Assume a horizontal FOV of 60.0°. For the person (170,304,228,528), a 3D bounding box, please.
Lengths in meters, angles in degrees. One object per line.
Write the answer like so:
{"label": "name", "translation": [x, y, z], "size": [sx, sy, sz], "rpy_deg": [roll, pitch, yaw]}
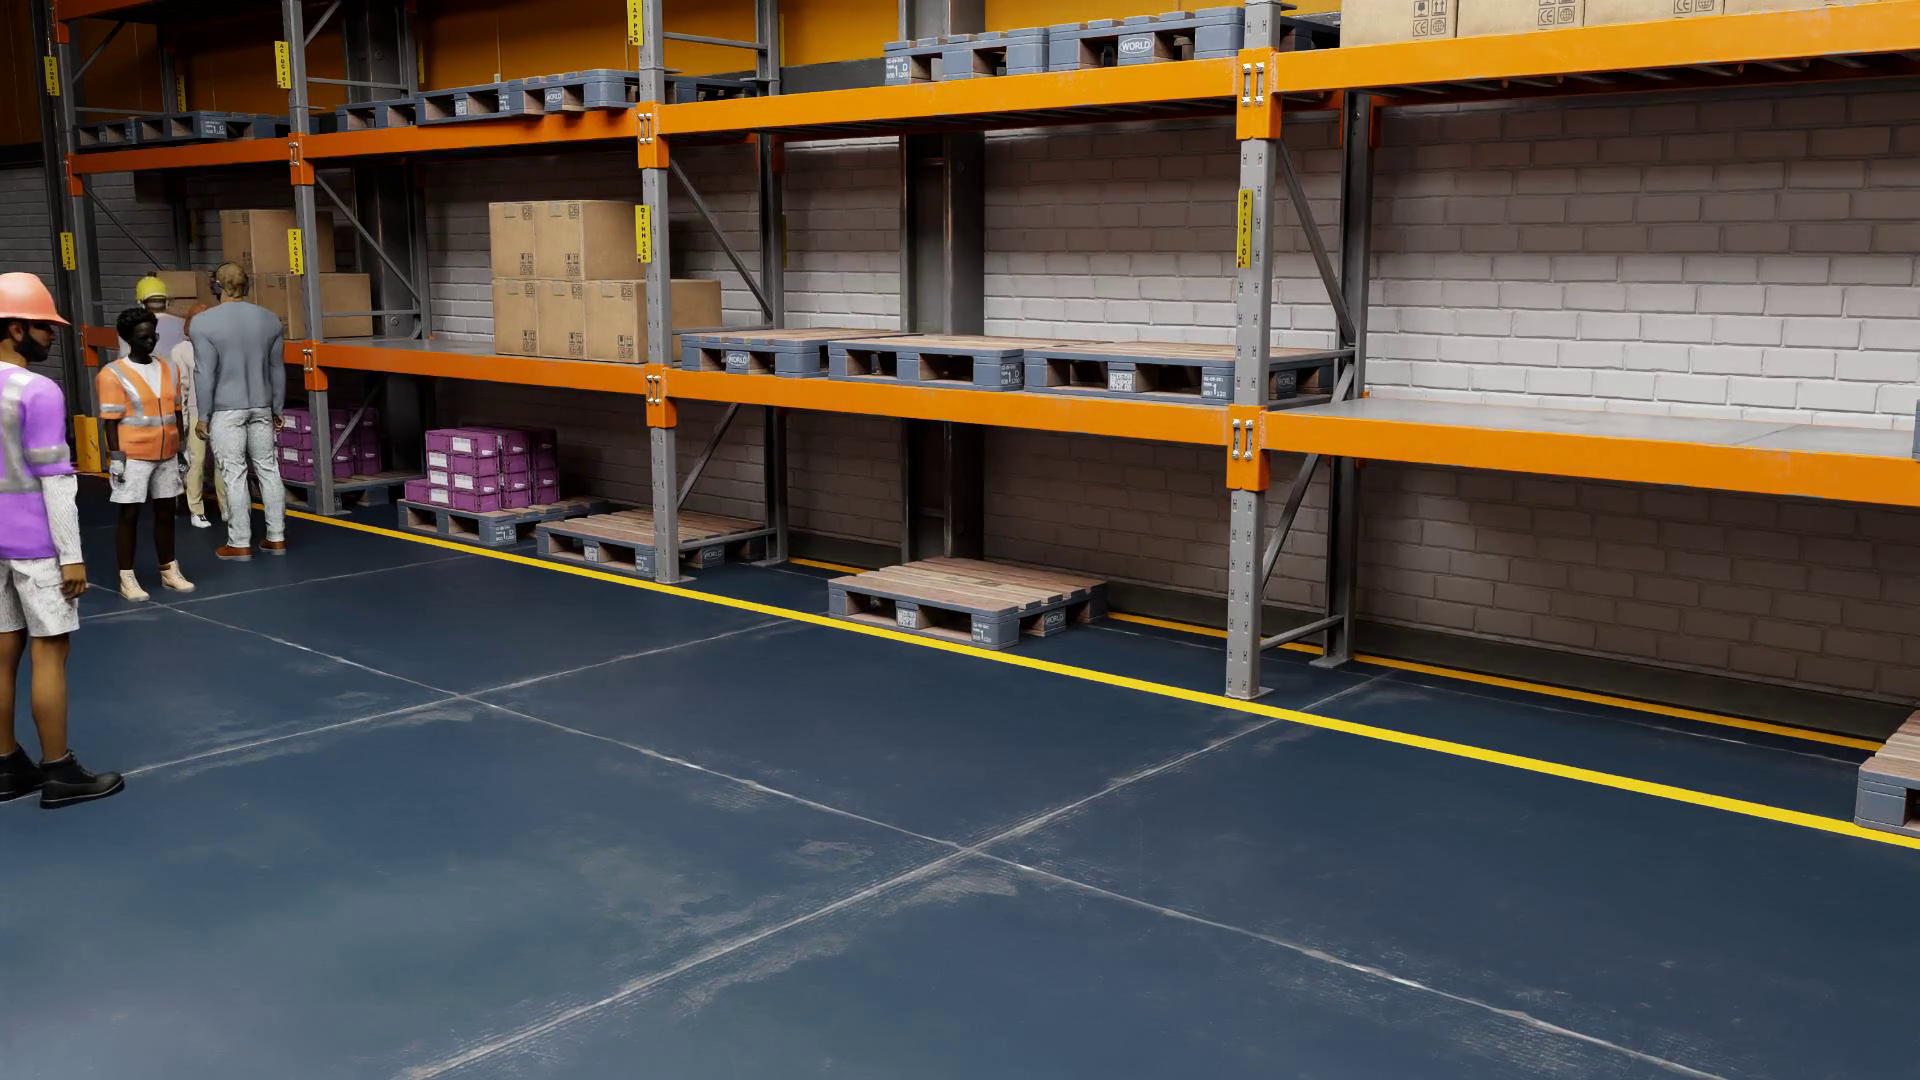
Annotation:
{"label": "person", "translation": [-5.474, -0.903, 12.110], "size": [0.283, 1.625, 0.494], "rpy_deg": [6, 12, 31]}

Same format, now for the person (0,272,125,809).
{"label": "person", "translation": [-3.380, 0.006, 6.049], "size": [0.548, 1.934, 0.374], "rpy_deg": [5, 11, 25]}

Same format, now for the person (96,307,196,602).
{"label": "person", "translation": [-4.696, -0.492, 9.595], "size": [0.322, 1.690, 0.537], "rpy_deg": [5, 11, 26]}

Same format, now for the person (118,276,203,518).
{"label": "person", "translation": [-5.998, -1.062, 12.488], "size": [0.424, 1.815, 0.592], "rpy_deg": [7, 12, 36]}

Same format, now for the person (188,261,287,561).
{"label": "person", "translation": [-4.671, -0.832, 10.810], "size": [0.353, 1.937, 0.635], "rpy_deg": [7, 12, 35]}
